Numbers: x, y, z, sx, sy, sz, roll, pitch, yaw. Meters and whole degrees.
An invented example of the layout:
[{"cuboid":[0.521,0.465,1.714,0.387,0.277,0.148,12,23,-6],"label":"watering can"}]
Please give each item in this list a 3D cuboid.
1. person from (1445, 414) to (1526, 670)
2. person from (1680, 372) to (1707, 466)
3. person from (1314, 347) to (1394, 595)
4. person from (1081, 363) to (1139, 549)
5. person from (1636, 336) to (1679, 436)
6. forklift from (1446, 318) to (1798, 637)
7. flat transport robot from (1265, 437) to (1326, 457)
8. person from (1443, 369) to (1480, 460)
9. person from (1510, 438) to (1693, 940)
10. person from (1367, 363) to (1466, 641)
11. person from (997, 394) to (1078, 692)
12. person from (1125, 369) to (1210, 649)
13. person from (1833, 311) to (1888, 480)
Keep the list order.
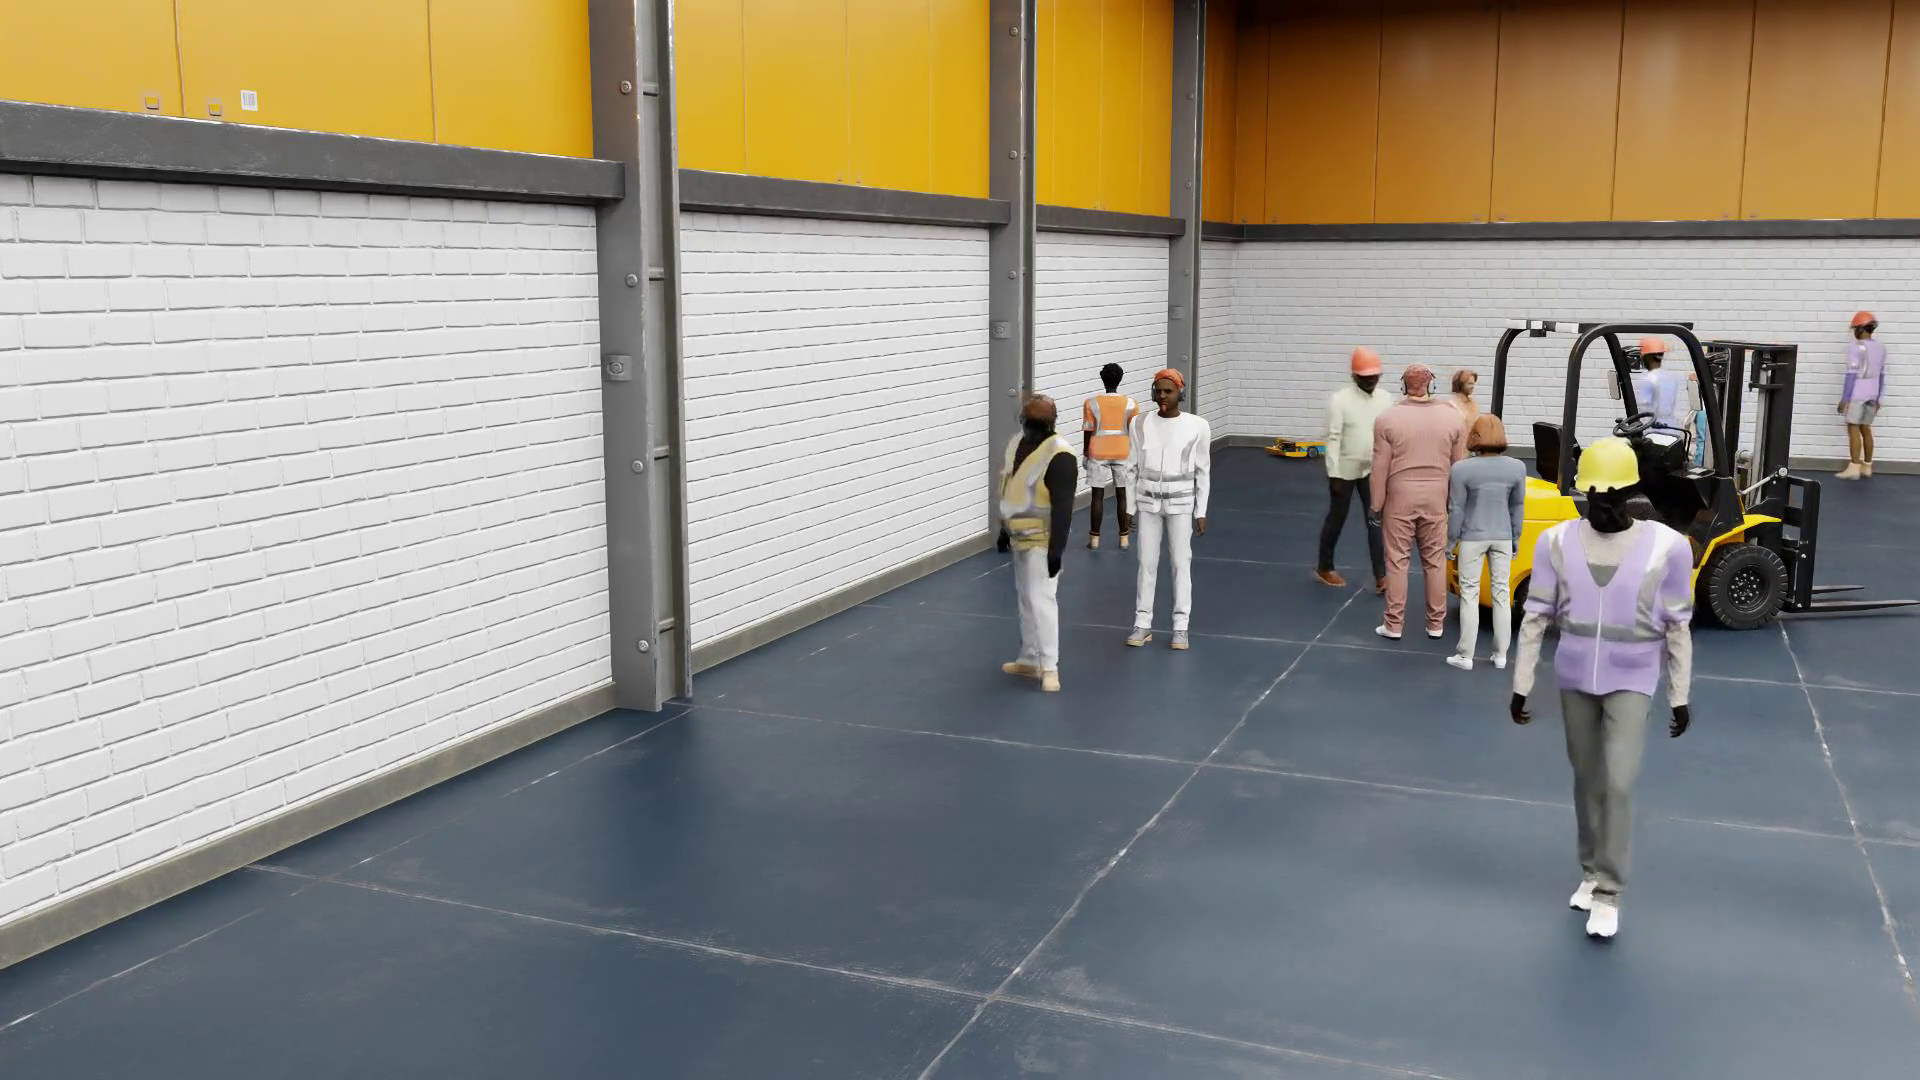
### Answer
[{"cuboid":[3.333,0.015,10.579,0.499,1.633,0.286,-1,9,-5],"label":"person"},{"cuboid":[6.494,-0.662,14.658,0.312,1.642,0.512,4,10,21],"label":"person"},{"cuboid":[3.120,-0.538,13.002,0.646,1.928,1.024,-3,10,-18],"label":"person"},{"cuboid":[1.360,-0.752,15.063,0.534,1.691,0.318,-1,9,-6],"label":"person"},{"cuboid":[6.726,-1.007,15.987,0.543,1.905,0.836,-7,11,-35],"label":"person"},{"cuboid":[4.706,-0.497,11.990,2.313,2.155,1.214,-2,10,-10],"label":"forklift"},{"cuboid":[4.925,-1.274,22.512,1.431,0.197,0.652,-2,10,-15],"label":"flat transport robot"},{"cuboid":[4.666,-0.815,15.704,0.524,1.610,0.801,-8,12,-40],"label":"person"},{"cuboid":[2.445,0.565,6.427,0.627,1.898,0.769,7,12,37],"label":"person"},{"cuboid":[3.116,-0.259,11.428,0.648,1.904,0.401,0,9,-2],"label":"person"},{"cuboid":[0.449,0.011,10.124,0.431,1.810,0.750,-4,10,-22],"label":"person"},{"cuboid":[1.380,-0.206,11.170,0.572,1.883,0.356,3,10,19],"label":"person"},{"cuboid":[10.872,-1.752,20.097,0.613,2.039,0.395,-5,11,-28],"label":"person"}]
